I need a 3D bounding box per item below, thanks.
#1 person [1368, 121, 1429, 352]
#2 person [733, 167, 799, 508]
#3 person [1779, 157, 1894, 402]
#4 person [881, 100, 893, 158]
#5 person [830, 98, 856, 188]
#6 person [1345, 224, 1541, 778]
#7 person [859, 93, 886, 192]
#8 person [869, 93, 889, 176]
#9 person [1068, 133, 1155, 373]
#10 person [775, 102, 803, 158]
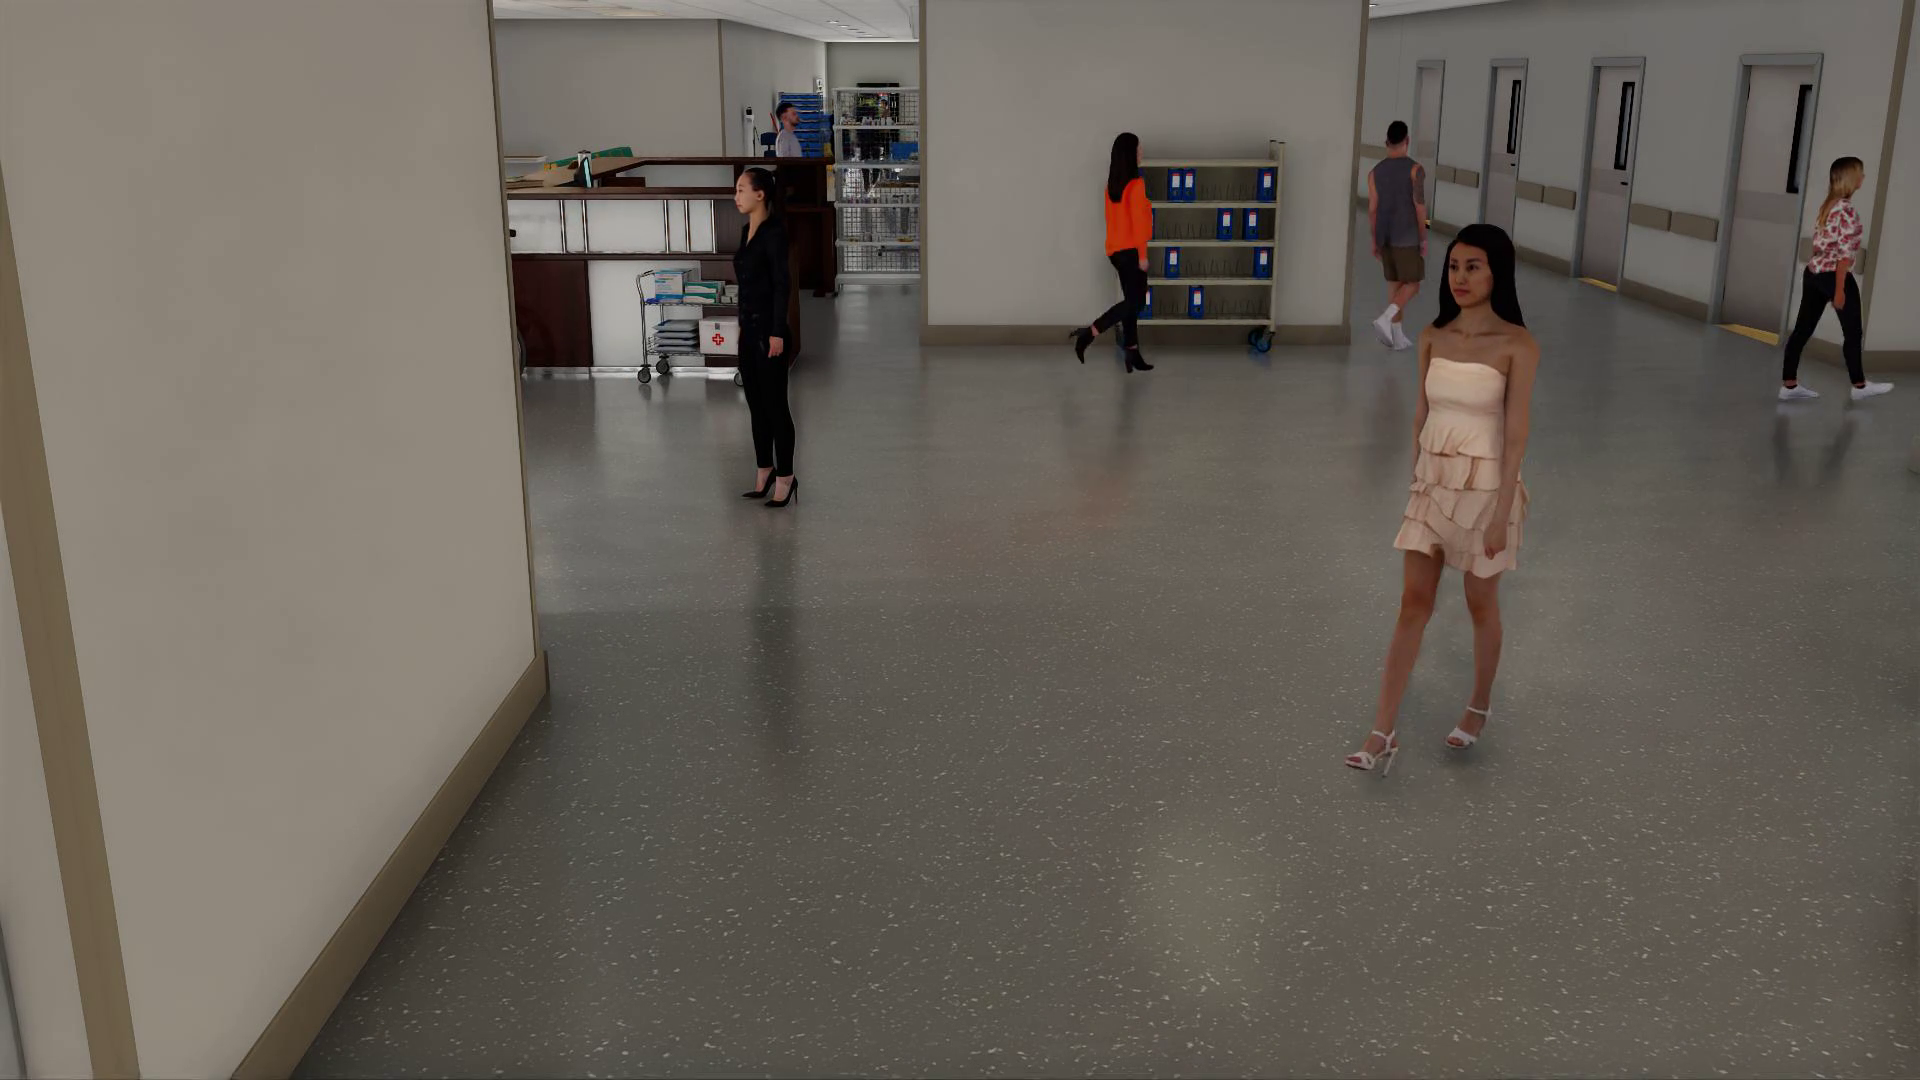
[{"bbox_3d":[3.424,-2.363,13.134,1.003,1.814,1.055,14,21,41],"label":"person"},{"bbox_3d":[-0.995,-1.019,8.427,0.654,1.711,0.646,-10,19,-31],"label":"person"},{"bbox_3d":[5.688,-1.705,11.046,0.913,1.610,0.615,-1,16,-3],"label":"person"},{"bbox_3d":[-1.955,-10.767,43.476,0.690,1.454,0.664,-8,17,-25],"label":"person"},{"bbox_3d":[-2.268,-7.525,31.575,0.707,1.672,0.746,3,16,11],"label":"person"},{"bbox_3d":[1.631,-0.099,5.183,1.058,1.701,0.978,-14,21,-40],"label":"person"},{"bbox_3d":[-1.637,-7.284,30.402,0.979,1.845,0.682,0,16,2],"label":"person"},{"bbox_3d":[-1.798,-8.491,34.873,0.652,1.742,0.778,5,16,16],"label":"person"},{"bbox_3d":[1.144,-2.034,12.001,1.036,1.726,0.803,-5,17,-18],"label":"person"},{"bbox_3d":[-1.868,-3.889,18.363,0.581,1.842,0.695,1,16,5],"label":"person"}]
